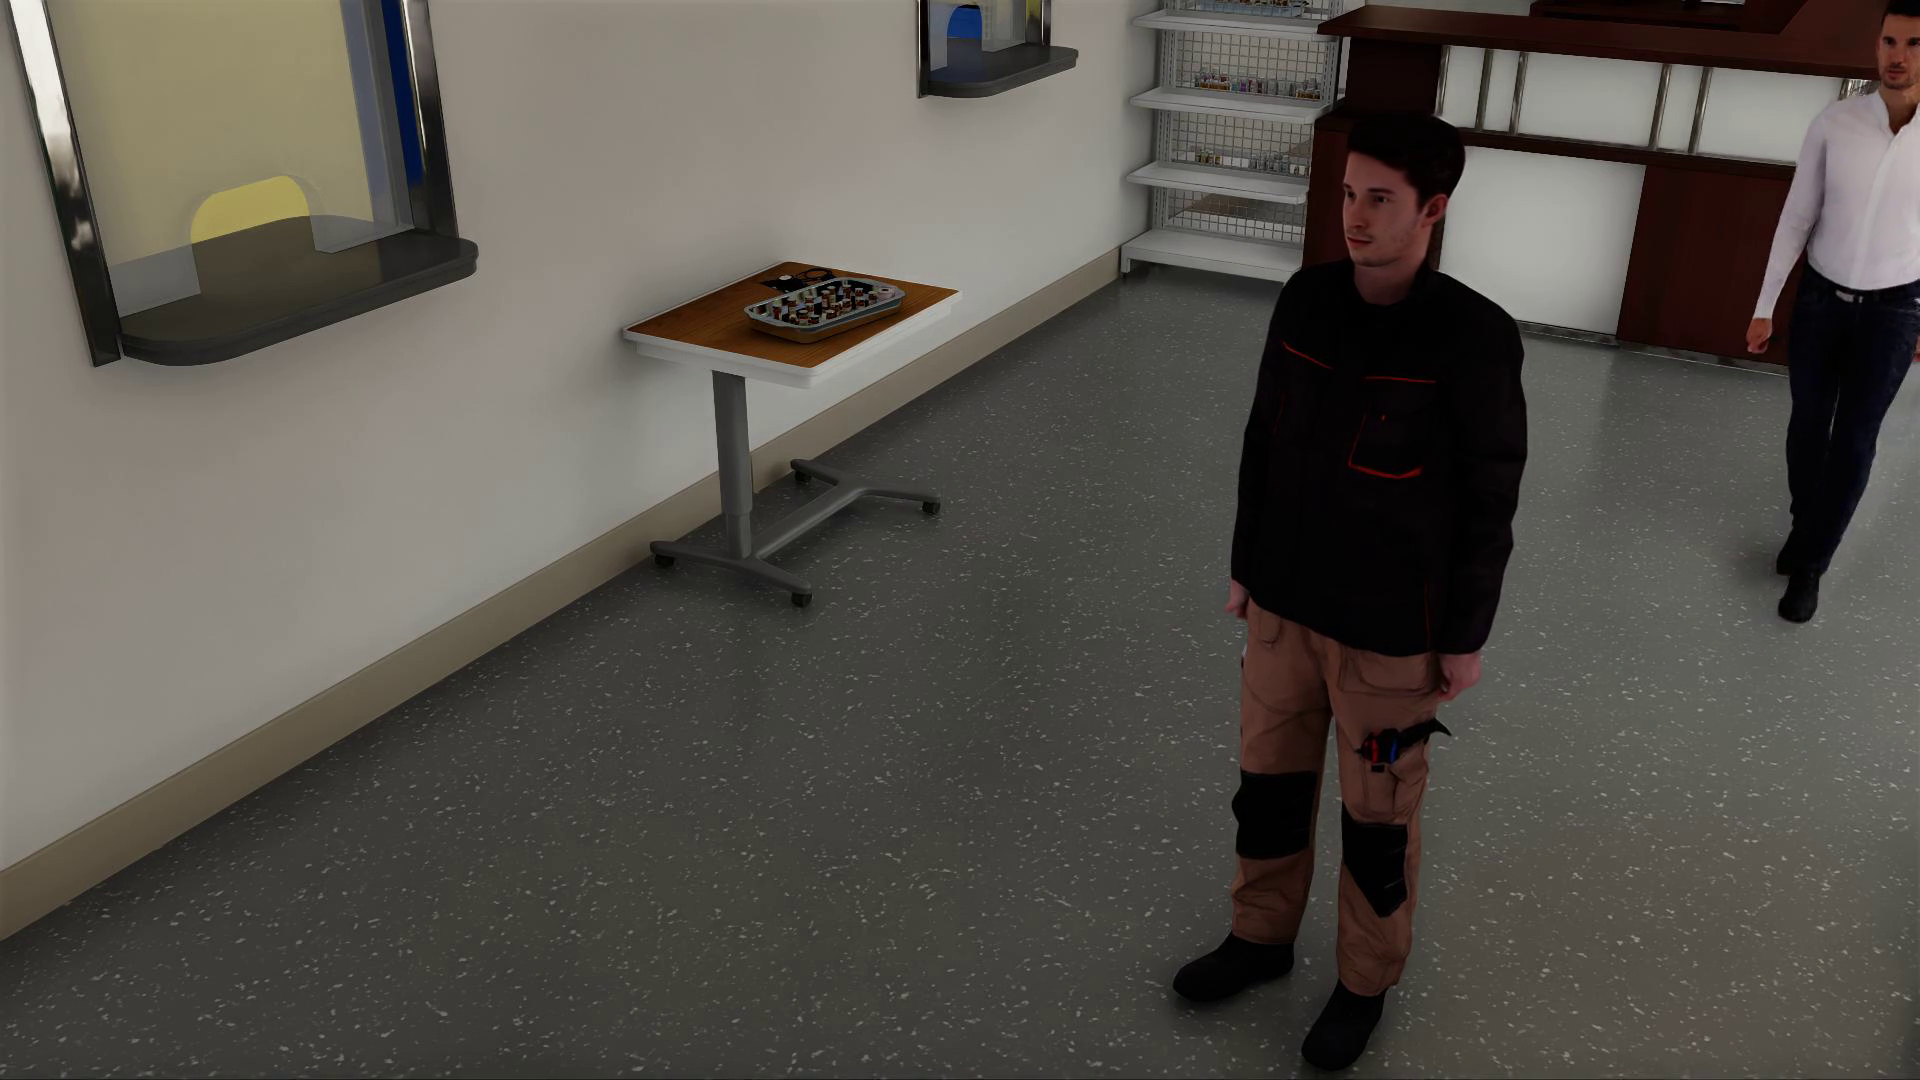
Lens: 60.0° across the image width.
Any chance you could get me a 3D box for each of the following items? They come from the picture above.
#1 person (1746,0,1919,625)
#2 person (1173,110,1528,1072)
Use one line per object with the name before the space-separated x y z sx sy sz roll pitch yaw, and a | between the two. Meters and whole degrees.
person | 2.789 -0.744 5.136 0.908 1.846 0.787 18 31 33
person | 0.756 0.142 3.206 0.607 1.925 0.810 21 33 37
